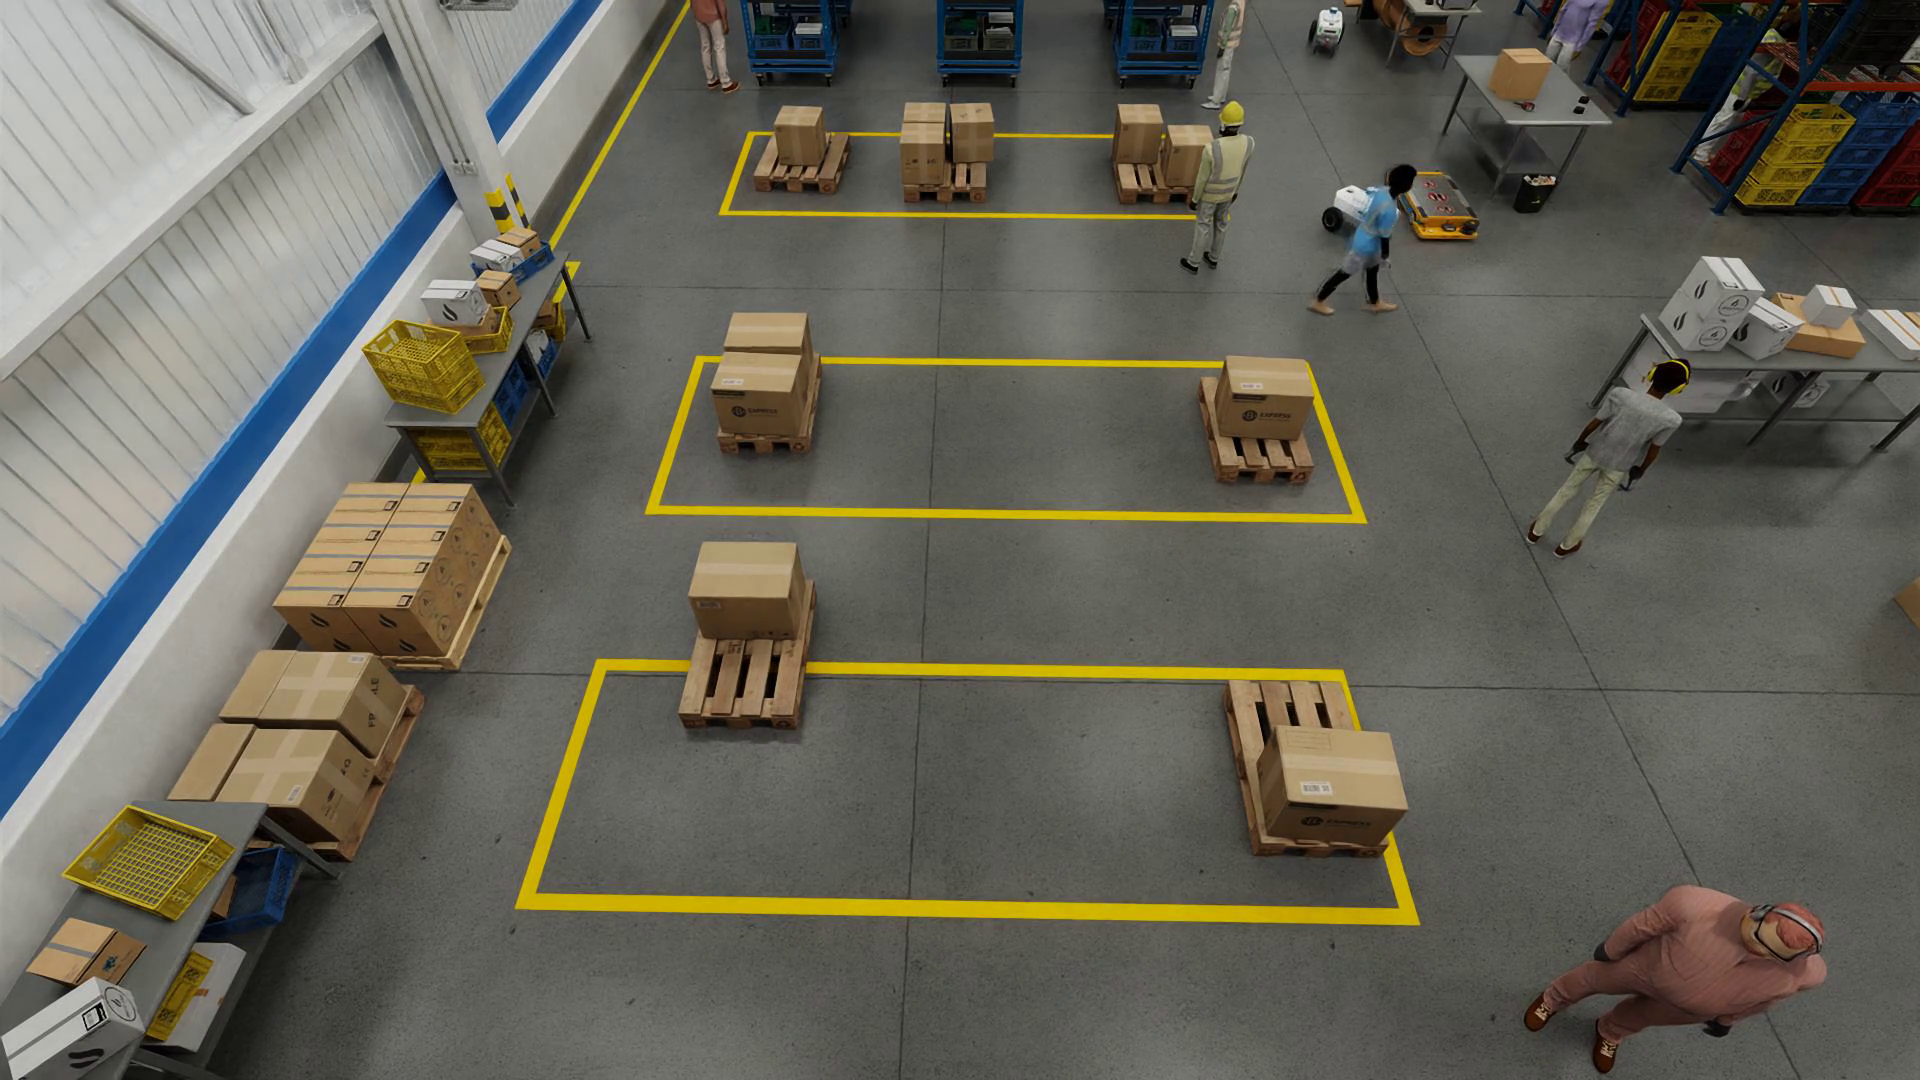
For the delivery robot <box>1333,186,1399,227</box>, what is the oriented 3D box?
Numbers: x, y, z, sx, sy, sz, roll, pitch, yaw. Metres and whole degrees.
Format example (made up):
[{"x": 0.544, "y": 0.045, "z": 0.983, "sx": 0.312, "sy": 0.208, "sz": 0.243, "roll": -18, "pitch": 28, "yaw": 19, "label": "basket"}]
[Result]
[{"x": 4.673, "y": -3.822, "z": 10.571, "sx": 0.477, "sy": 0.478, "sz": 0.707, "roll": -26, "pitch": 53, "yaw": -20, "label": "delivery robot"}]

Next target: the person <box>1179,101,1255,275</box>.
[{"x": 2.702, "y": -3.687, "z": 9.680, "sx": 0.590, "sy": 1.833, "sz": 0.404, "roll": -18, "pitch": 51, "yaw": -15, "label": "person"}]

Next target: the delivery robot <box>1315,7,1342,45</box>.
[{"x": 5.704, "y": -7.941, "z": 14.138, "sx": 0.477, "sy": 0.478, "sz": 0.707, "roll": 11, "pitch": 50, "yaw": 10, "label": "delivery robot"}]

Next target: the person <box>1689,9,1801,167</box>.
[{"x": 9.666, "y": -5.520, "z": 11.265, "sx": 0.429, "sy": 1.840, "sz": 0.624, "roll": 30, "pitch": 55, "yaw": 23, "label": "person"}]

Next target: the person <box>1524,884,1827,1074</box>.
[{"x": 3.527, "y": 2.196, "z": 4.545, "sx": 0.637, "sy": 1.902, "sz": 0.406, "roll": 29, "pitch": 55, "yaw": 23, "label": "person"}]

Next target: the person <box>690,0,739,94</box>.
[{"x": -3.445, "y": -7.263, "z": 12.681, "sx": 0.608, "sy": 1.987, "sz": 0.410, "roll": 22, "pitch": 53, "yaw": 18, "label": "person"}]

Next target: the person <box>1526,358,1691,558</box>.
[{"x": 4.932, "y": -0.604, "z": 6.995, "sx": 0.309, "sy": 1.859, "sz": 0.535, "roll": -36, "pitch": 58, "yaw": -27, "label": "person"}]

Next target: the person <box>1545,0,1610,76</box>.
[{"x": 8.086, "y": -6.658, "z": 12.189, "sx": 0.358, "sy": 1.931, "sz": 0.629, "roll": -11, "pitch": 50, "yaw": -9, "label": "person"}]

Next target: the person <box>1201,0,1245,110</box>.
[{"x": 3.637, "y": -6.745, "z": 12.460, "sx": 0.319, "sy": 1.631, "sz": 0.526, "roll": 20, "pitch": 52, "yaw": 16, "label": "person"}]

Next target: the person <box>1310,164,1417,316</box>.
[{"x": 4.145, "y": -2.931, "z": 9.141, "sx": 0.893, "sy": 1.641, "sz": 0.542, "roll": 15, "pitch": 51, "yaw": 13, "label": "person"}]

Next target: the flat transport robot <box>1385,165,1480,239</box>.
[{"x": 5.692, "y": -4.094, "z": 11.059, "sx": 0.652, "sy": 0.197, "sz": 1.431, "roll": 1, "pitch": 49, "yaw": 1, "label": "flat transport robot"}]
